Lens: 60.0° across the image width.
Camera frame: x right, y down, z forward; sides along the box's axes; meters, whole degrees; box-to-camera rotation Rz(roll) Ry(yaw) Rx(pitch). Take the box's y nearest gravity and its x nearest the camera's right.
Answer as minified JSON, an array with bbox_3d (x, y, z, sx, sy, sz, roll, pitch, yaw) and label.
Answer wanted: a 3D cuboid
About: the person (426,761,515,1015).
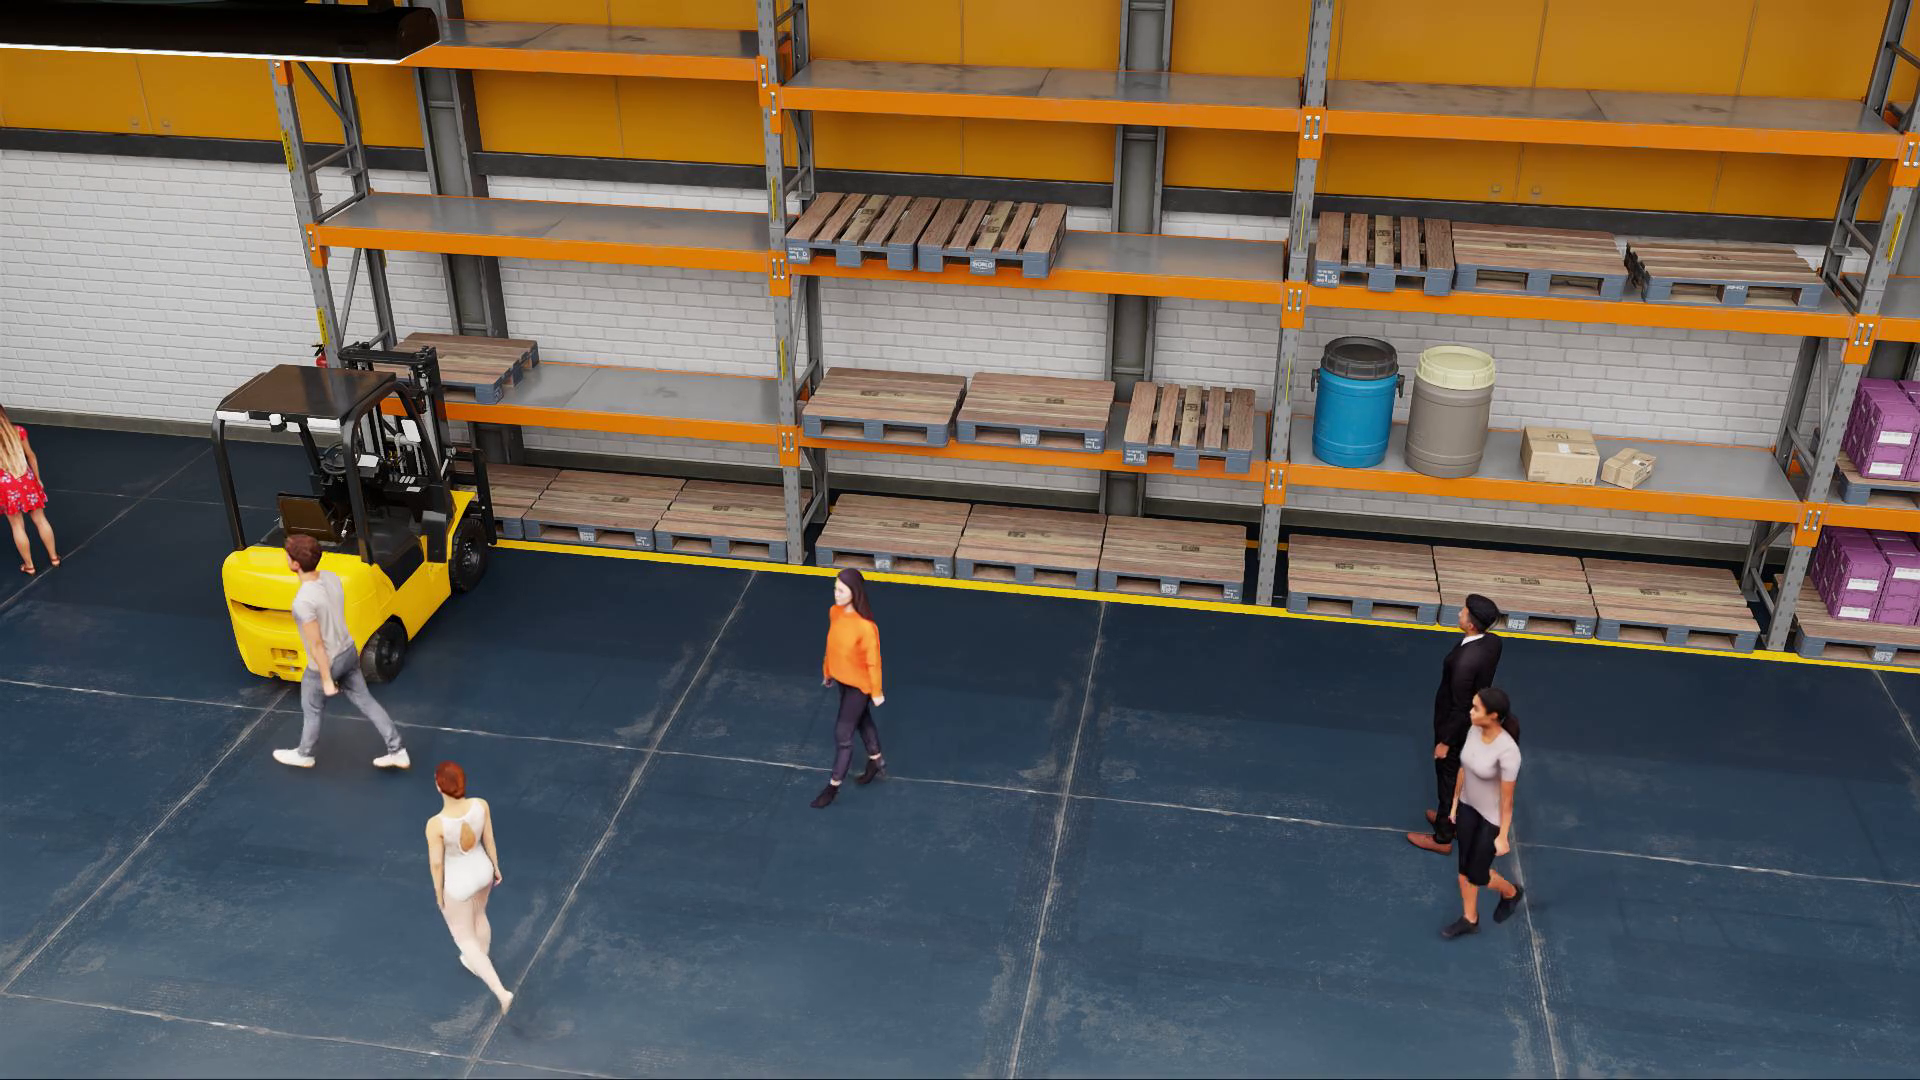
[{"bbox_3d":[-2.762,1.977,9.445,1.014,1.623,0.863,25,37,37],"label":"person"}]

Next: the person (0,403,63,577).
[{"bbox_3d":[-7.913,-0.454,13.935,0.663,1.592,0.708,-23,36,-36],"label":"person"}]

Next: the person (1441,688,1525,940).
[{"bbox_3d":[3.206,1.640,9.954,0.916,1.727,0.836,-11,31,-20],"label":"person"}]

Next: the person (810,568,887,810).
[{"bbox_3d":[-0.637,0.947,11.225,1.013,1.726,0.949,-18,33,-29],"label":"person"}]

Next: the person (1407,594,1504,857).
[{"bbox_3d":[3.213,1.175,10.643,0.736,1.884,0.773,20,34,32],"label":"person"}]

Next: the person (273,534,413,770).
[{"bbox_3d":[-4.186,0.835,11.308,1.189,1.845,0.671,5,29,9],"label":"person"}]
